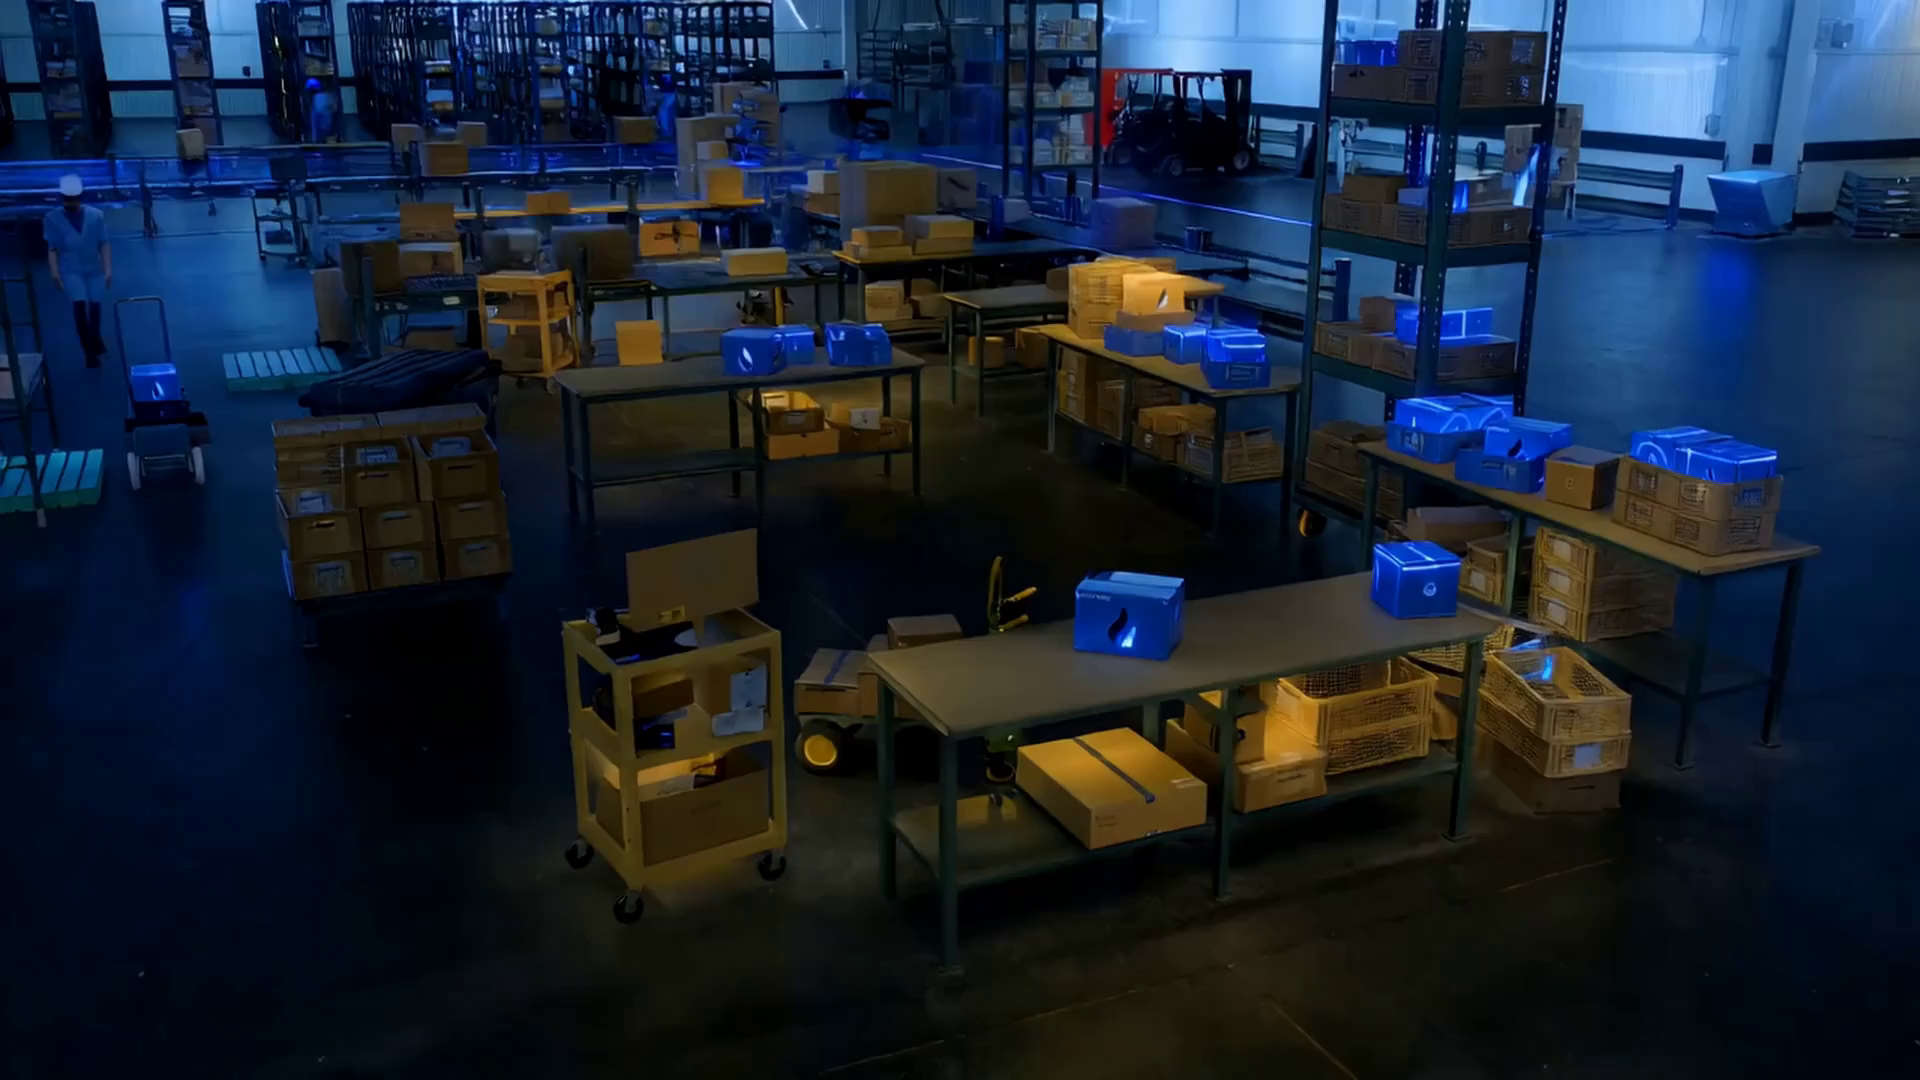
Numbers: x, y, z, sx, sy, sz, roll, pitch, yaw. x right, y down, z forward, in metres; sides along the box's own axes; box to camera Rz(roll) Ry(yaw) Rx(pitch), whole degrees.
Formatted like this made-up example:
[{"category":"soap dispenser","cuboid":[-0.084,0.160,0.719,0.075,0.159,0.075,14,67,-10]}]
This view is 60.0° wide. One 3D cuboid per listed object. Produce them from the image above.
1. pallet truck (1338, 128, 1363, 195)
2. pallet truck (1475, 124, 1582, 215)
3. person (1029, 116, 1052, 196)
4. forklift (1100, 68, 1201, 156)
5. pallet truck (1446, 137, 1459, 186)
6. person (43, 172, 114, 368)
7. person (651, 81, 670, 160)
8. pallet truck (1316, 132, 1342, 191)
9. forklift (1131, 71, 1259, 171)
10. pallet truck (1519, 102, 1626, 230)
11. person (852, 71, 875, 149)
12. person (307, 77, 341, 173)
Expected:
[{"category":"pallet truck","cuboid":[7.845,-7.140,31.411,1.522,1.261,0.704,-9,20,-25]},{"category":"pallet truck","cuboid":[9.707,-6.455,28.103,1.885,1.965,0.823,-7,19,-20]},{"category":"person","cuboid":[1.476,-7.101,30.528,0.446,1.754,0.538,12,21,33]},{"category":"forklift","cuboid":[4.082,-9.564,37.410,2.680,1.987,1.157,-8,19,-23]},{"category":"pallet truck","cuboid":[9.184,-6.485,29.328,1.630,1.274,0.653,-8,19,-23]},{"category":"person","cuboid":[-8.716,-2.704,16.472,0.539,1.899,0.933,-12,21,-33]},{"category":"person","cuboid":[-7.064,-9.809,38.938,0.443,1.830,0.575,-9,20,-27]},{"category":"pallet truck","cuboid":[7.723,-7.504,32.656,1.601,1.201,0.680,-8,19,-23]},{"category":"forklift","cuboid":[4.998,-8.936,35.413,2.680,1.987,1.157,-9,20,-25]},{"category":"pallet truck","cuboid":[9.972,-6.037,26.785,1.885,1.965,0.823,-9,20,-25]},{"category":"person","cuboid":[-2.398,-10.593,41.171,0.641,1.973,0.544,-13,21,-34]},{"category":"person","cuboid":[-13.695,-8.916,35.814,0.635,2.022,0.622,1,18,2]}]
